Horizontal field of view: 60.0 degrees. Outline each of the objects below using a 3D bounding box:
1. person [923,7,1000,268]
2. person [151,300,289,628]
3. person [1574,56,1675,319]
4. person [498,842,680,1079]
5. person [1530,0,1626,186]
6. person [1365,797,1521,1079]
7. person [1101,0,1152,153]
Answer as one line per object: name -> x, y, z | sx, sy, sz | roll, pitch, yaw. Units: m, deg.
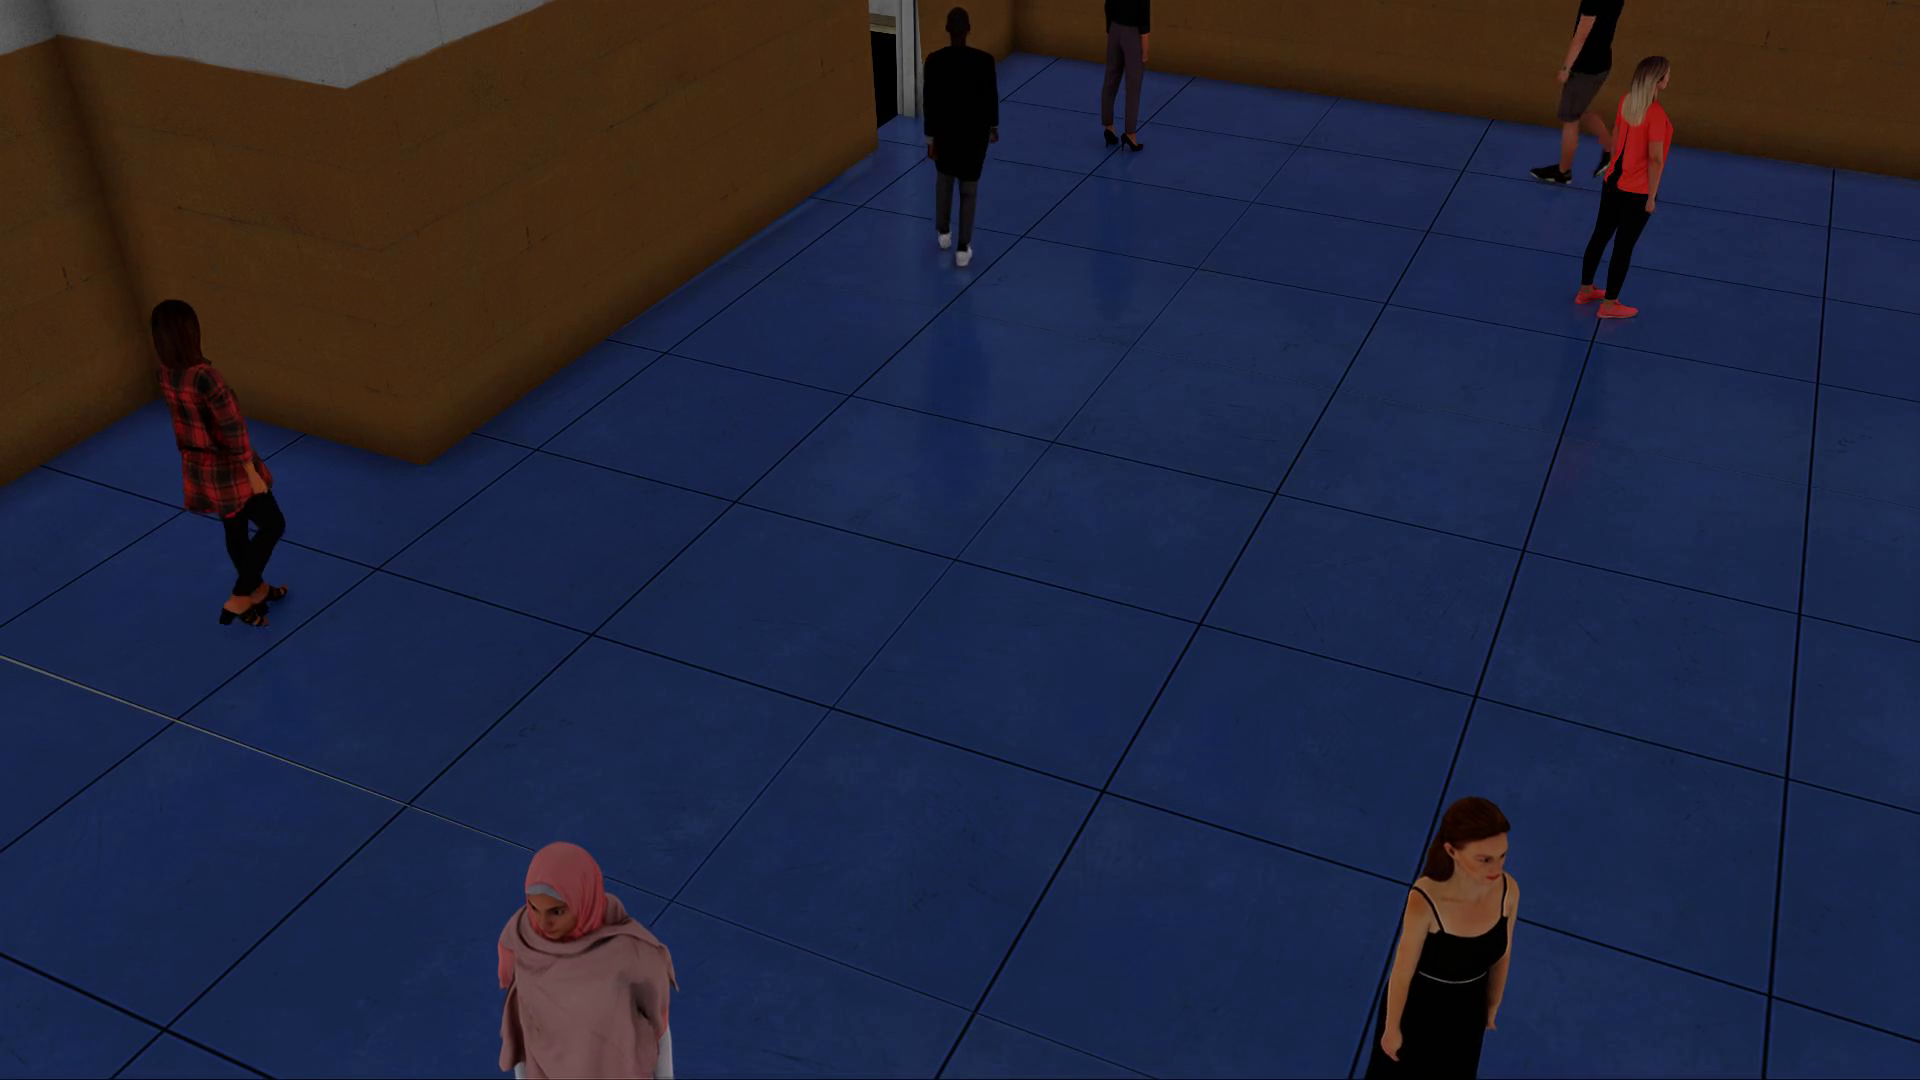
person -> -0.002, -2.687, 11.256 | 0.821, 1.747, 0.846 | 3, 34, 5
person -> -3.461, -0.298, 7.712 | 0.663, 1.694, 0.735 | 18, 38, 25
person -> 4.279, -2.261, 10.664 | 0.723, 1.694, 0.672 | -10, 35, -14
person -> -1.053, 1.570, 4.805 | 0.646, 1.804, 0.774 | 3, 34, 5
person -> 4.781, -3.532, 12.435 | 0.950, 1.848, 0.777 | 25, 41, 32
person -> 1.471, 1.436, 5.168 | 0.671, 1.626, 0.734 | -10, 35, -15
person -> 1.311, -3.923, 13.183 | 0.723, 1.671, 0.592 | -27, 42, -34
